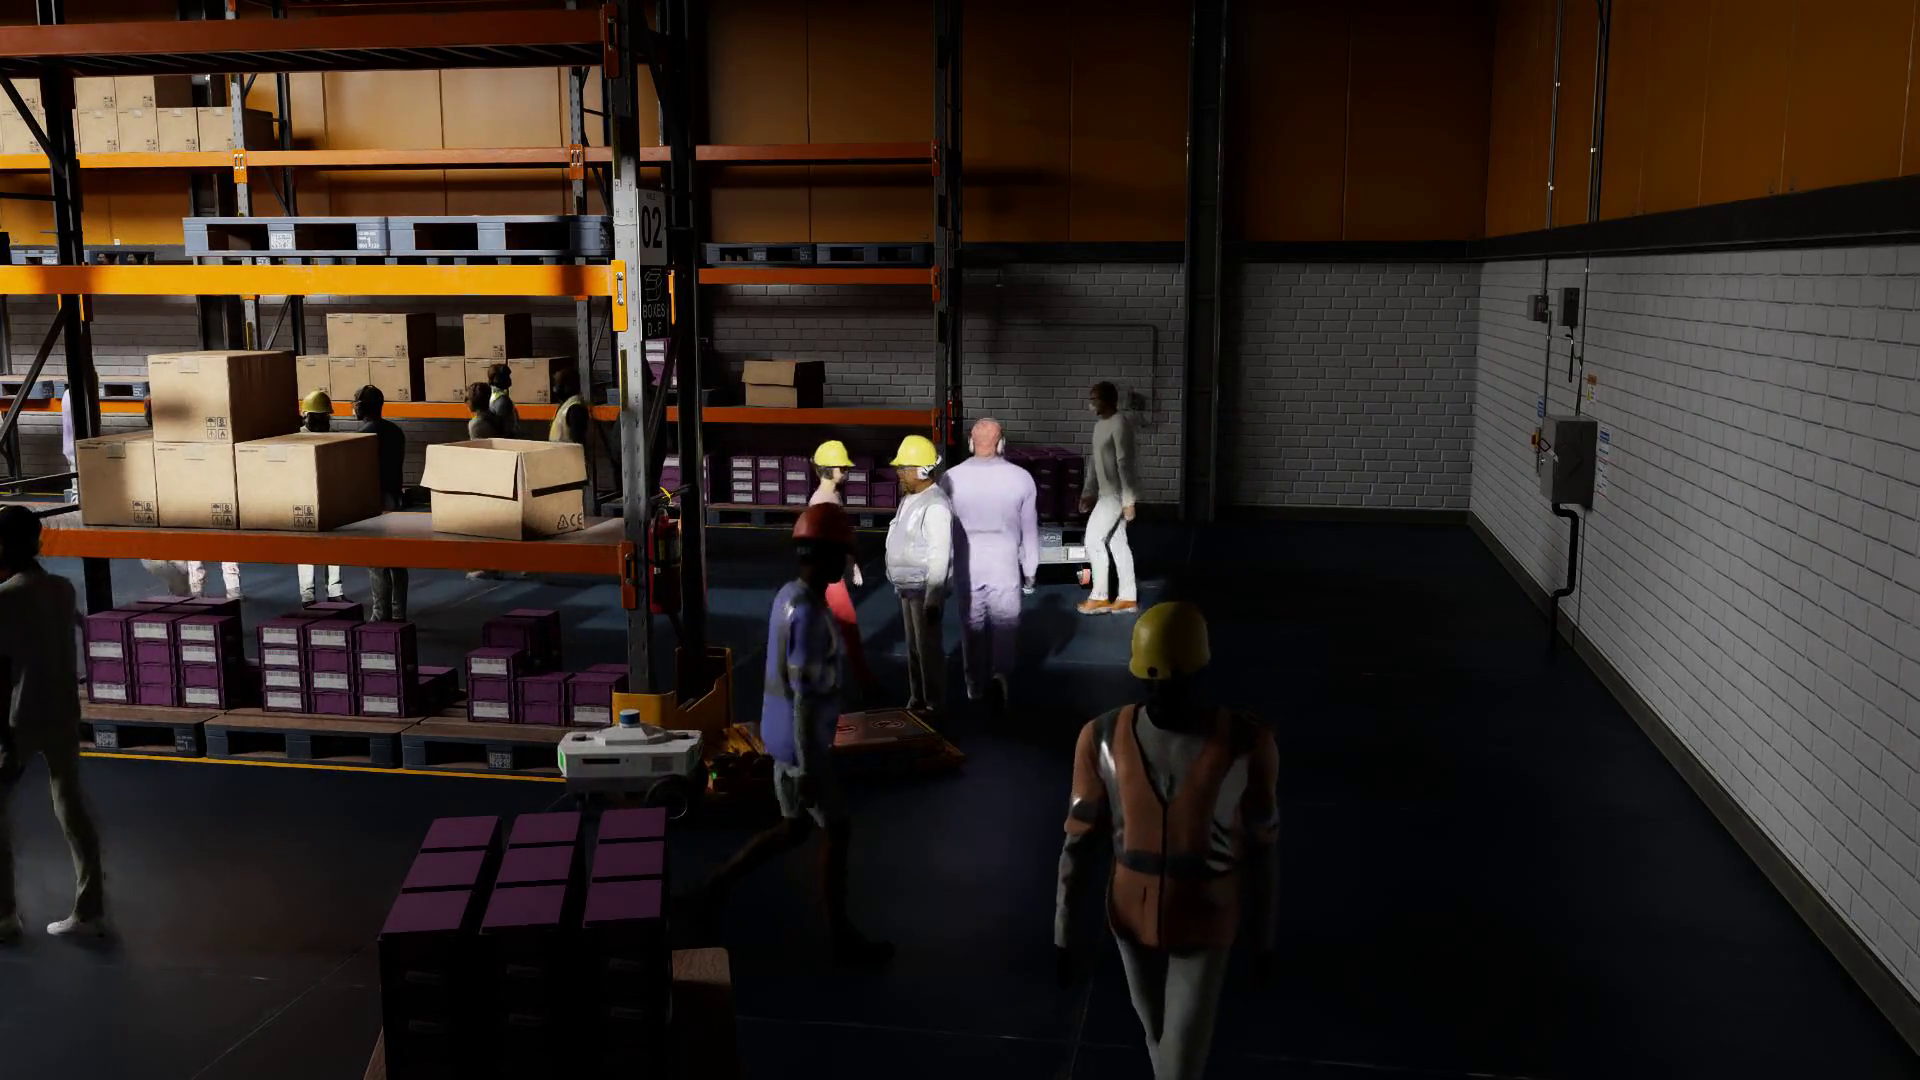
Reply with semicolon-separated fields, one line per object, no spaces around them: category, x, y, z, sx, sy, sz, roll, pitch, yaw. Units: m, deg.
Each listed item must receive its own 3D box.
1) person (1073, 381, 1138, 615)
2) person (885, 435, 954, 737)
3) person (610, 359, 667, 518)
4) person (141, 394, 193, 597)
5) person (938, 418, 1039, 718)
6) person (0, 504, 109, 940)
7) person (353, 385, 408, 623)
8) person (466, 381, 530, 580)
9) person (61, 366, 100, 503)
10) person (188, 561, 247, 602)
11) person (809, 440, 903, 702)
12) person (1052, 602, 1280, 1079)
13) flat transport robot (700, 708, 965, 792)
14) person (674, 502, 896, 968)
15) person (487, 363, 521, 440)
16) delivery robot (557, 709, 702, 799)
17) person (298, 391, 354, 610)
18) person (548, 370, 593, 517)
person;1.150;-0.337;13.571;0.721;1.909;0.641;-2;9;-10
person;-0.246;0.281;9.987;0.403;1.829;0.595;-3;10;-17
person;-3.122;-0.819;16.167;0.535;2.000;0.688;2;9;10
person;-6.175;-0.228;13.015;0.502;1.869;0.591;3;10;20
person;0.174;0.170;10.546;0.651;1.883;0.813;1;9;4
person;-3.921;0.773;6.928;0.766;1.833;0.529;3;10;16
person;-4.484;-0.221;12.776;0.372;1.940;0.630;2;9;10
person;-4.126;-0.512;14.923;0.677;1.829;0.531;1;9;9
person;-8.683;-0.822;16.499;0.375;1.939;0.628;-7;11;-37
person;-6.282;-0.442;13.971;0.623;1.992;0.396;-6;11;-35
person;-0.862;0.204;10.811;0.911;1.722;0.525;0;9;1
person;0.583;1.098;4.786;0.615;1.868;1.005;4;10;21
flat transport robot;-0.750;1.162;9.348;1.431;0.197;0.652;-3;10;-20
person;-0.713;0.794;6.645;0.819;1.892;0.595;-2;9;-10
person;-4.860;-0.948;17.589;0.430;1.840;0.626;-6;11;-35
delivery robot;-1.685;1.110;8.502;0.707;0.478;0.477;0;9;-3
person;-5.250;-0.312;13.675;0.404;1.827;0.601;5;11;31
person;-3.897;-0.787;16.632;0.441;1.828;0.626;-3;10;-19
